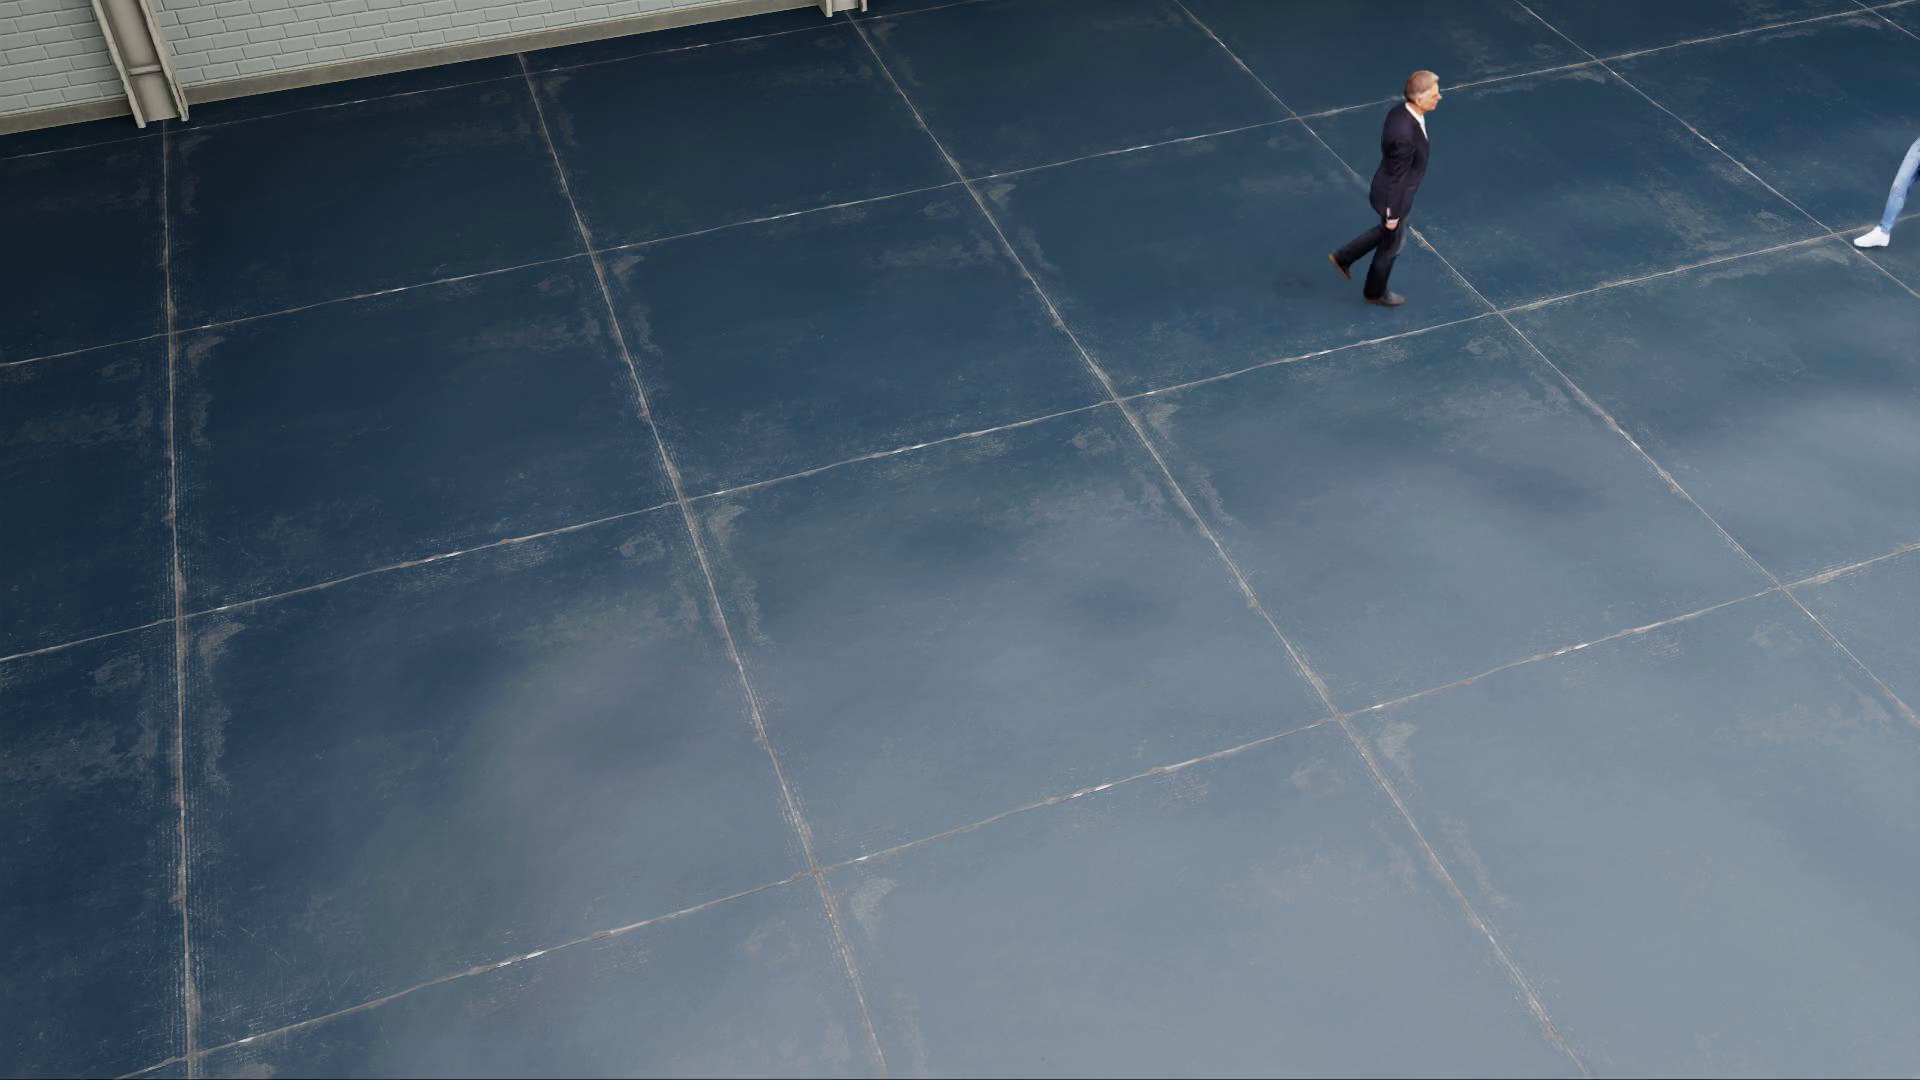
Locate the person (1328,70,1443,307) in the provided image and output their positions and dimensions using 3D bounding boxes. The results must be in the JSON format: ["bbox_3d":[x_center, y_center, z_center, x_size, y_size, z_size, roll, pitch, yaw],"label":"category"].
[{"bbox_3d":[2.926,-2.429,11.496,0.979,1.801,0.902,6,43,7],"label":"person"}]
